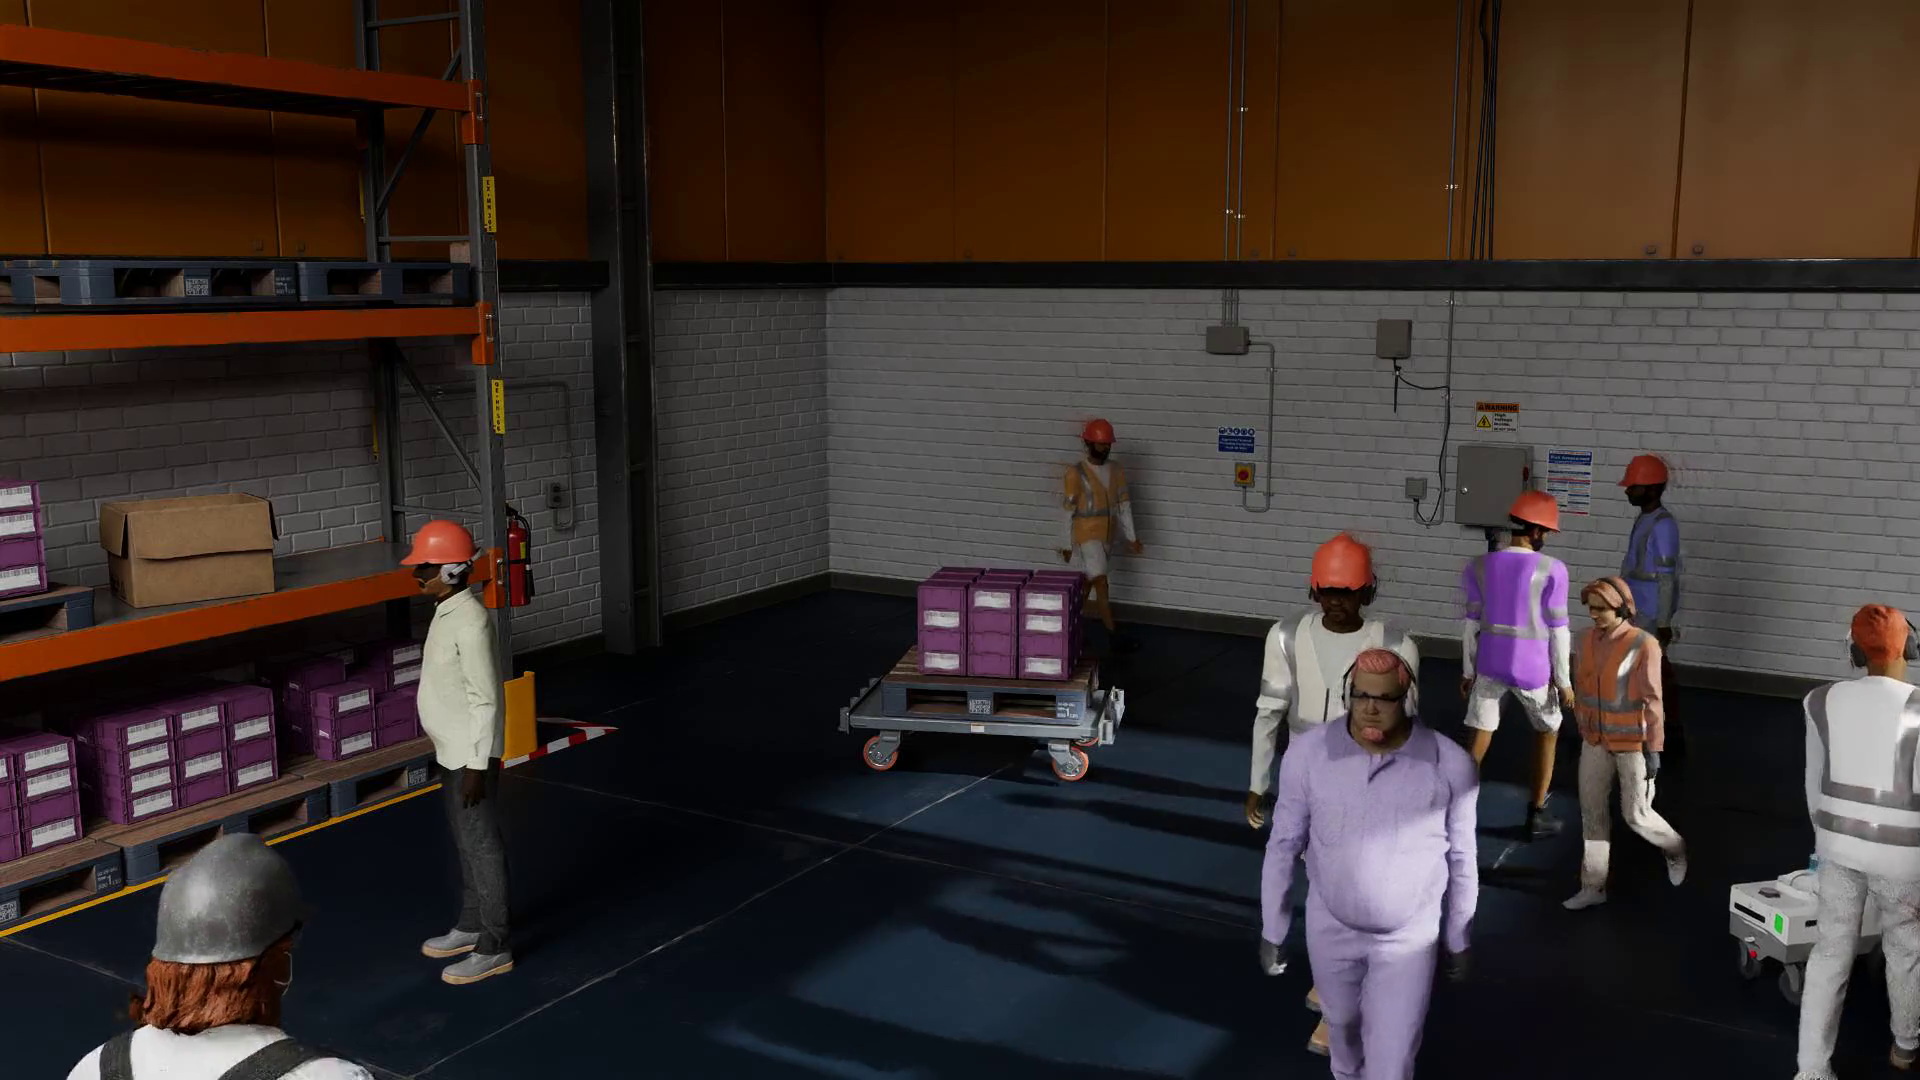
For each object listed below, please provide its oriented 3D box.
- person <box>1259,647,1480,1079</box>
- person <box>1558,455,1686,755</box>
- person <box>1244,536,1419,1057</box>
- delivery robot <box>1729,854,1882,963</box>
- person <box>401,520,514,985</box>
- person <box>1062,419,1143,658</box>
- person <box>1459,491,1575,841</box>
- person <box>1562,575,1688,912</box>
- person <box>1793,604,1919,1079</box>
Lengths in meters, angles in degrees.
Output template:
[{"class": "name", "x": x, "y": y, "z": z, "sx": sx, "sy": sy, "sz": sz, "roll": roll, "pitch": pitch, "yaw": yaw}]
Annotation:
[{"class": "person", "x": 1.331, "y": 1.246, "z": 5.443, "sx": 0.671, "sy": 1.859, "sz": 1.016, "roll": 4, "pitch": 10, "yaw": 22}, {"class": "person", "x": 4.193, "y": 0.414, "z": 10.447, "sx": 0.885, "sy": 1.897, "sz": 0.574, "roll": 2, "pitch": 9, "yaw": 13}, {"class": "person", "x": 1.441, "y": 0.987, "z": 6.570, "sx": 0.615, "sy": 2.006, "sz": 0.924, "roll": 6, "pitch": 11, "yaw": 31}, {"class": "delivery robot", "x": 3.655, "y": 1.581, "z": 7.082, "sx": 0.707, "sy": 0.478, "sz": 0.477, "roll": -2, "pitch": 9, "yaw": -14}, {"class": "person", "x": -2.153, "y": 0.899, "z": 7.152, "sx": 0.395, "sy": 1.994, "sz": 0.612, "roll": -5, "pitch": 10, "yaw": -28}, {"class": "person", "x": 1.123, "y": -0.026, "z": 13.286, "sx": 0.553, "sy": 1.879, "sz": 1.033, "roll": -7, "pitch": 11, "yaw": -37}, {"class": "person", "x": 2.960, "y": 0.690, "z": 8.767, "sx": 0.622, "sy": 1.883, "sz": 0.803, "roll": 9, "pitch": 13, "yaw": 44}, {"class": "person", "x": 3.198, "y": 0.956, "z": 7.944, "sx": 0.644, "sy": 1.615, "sz": 0.551, "roll": -5, "pitch": 10, "yaw": -28}, {"class": "person", "x": 3.386, "y": 1.155, "z": 6.094, "sx": 0.960, "sy": 1.818, "sz": 0.649, "roll": -6, "pitch": 11, "yaw": -35}]
